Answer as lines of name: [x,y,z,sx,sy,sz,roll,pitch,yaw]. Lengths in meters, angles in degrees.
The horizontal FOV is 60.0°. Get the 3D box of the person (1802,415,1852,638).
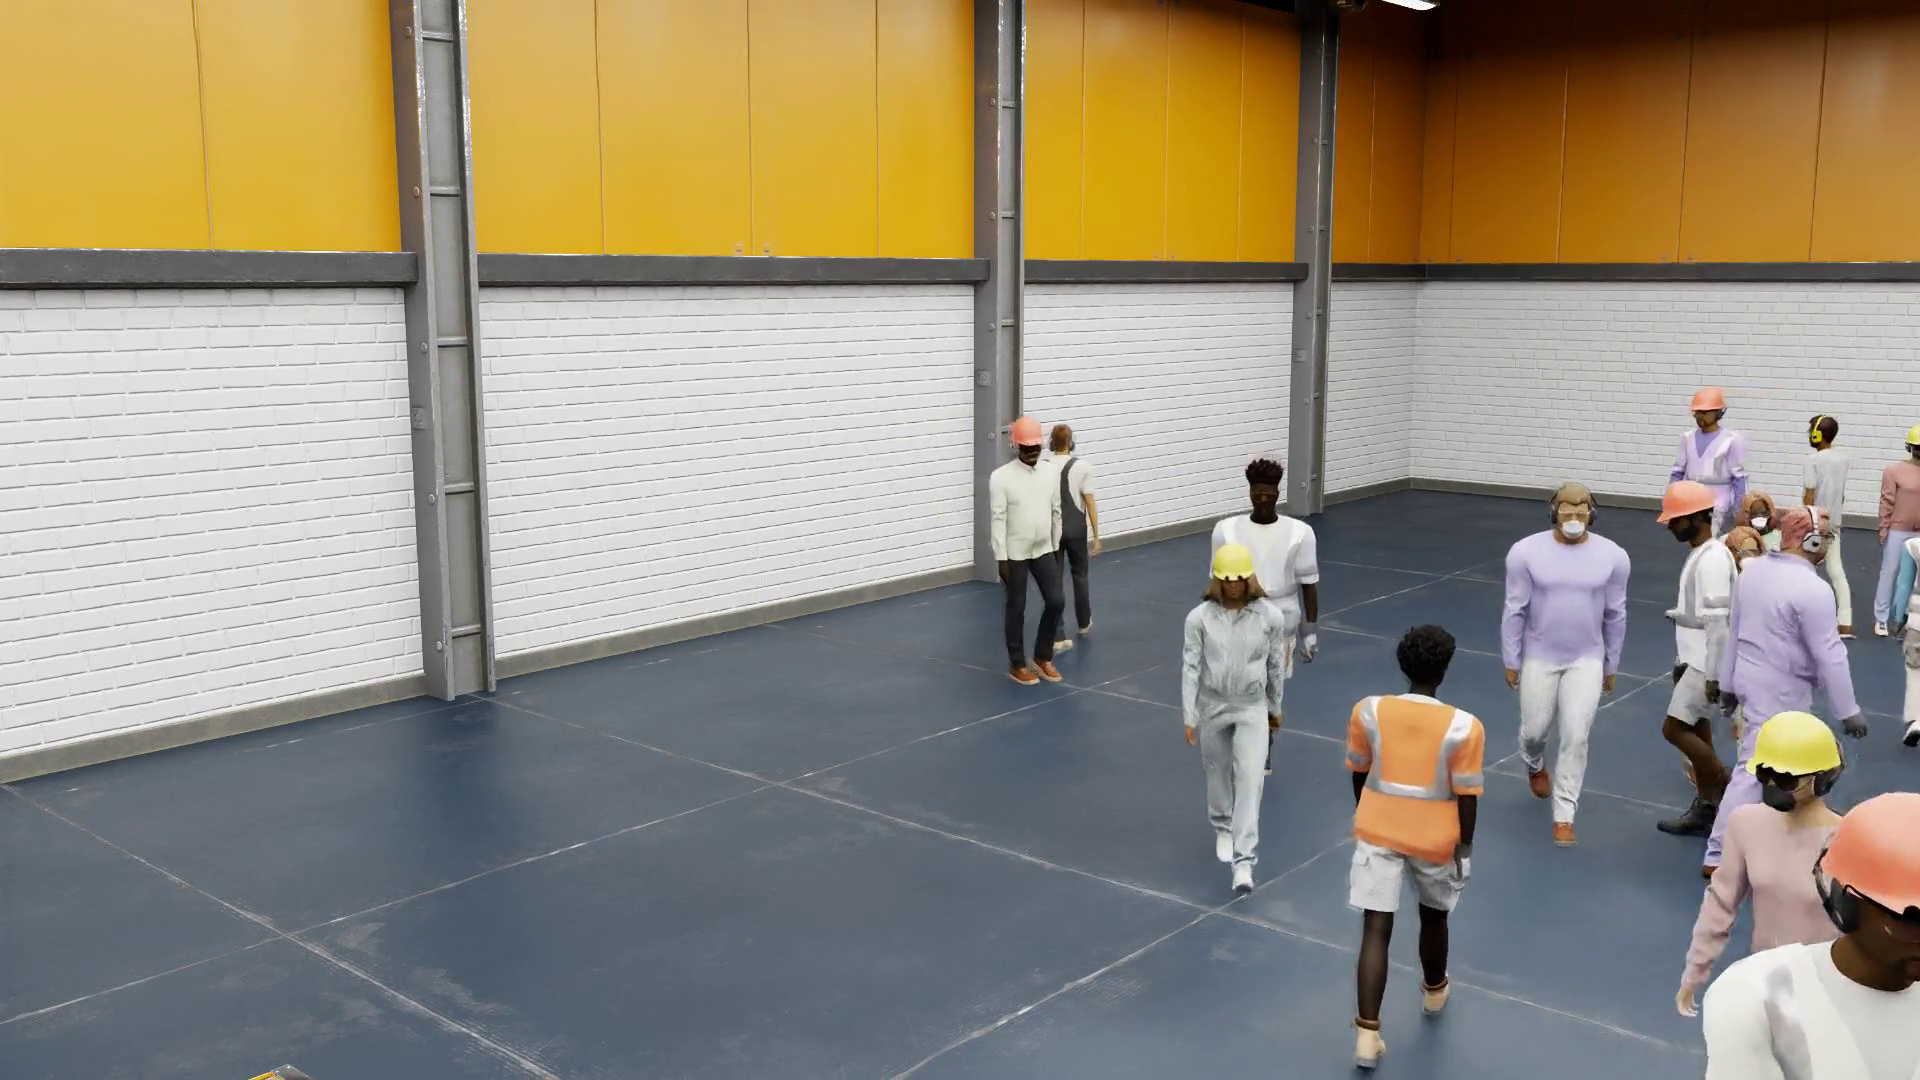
person: [7.128,-0.130,13.875,0.546,1.811,0.992,-3,10,-19]

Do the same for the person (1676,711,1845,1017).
person: [2.418,1.348,4.878,0.864,1.720,0.574,-4,10,-24]

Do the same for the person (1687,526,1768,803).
person: [4.348,0.703,9.374,0.494,1.581,0.909,1,9,6]

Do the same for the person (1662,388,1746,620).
person: [6.327,-0.294,14.313,0.949,2.001,0.628,-5,10,-28]

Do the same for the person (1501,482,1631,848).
person: [3.214,0.621,8.905,0.628,1.912,0.776,3,9,15]

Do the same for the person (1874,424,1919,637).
person: [7.829,-0.072,13.669,0.526,1.768,0.331,1,9,8]

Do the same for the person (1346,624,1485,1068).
person: [1.731,1.145,6.405,0.534,1.646,0.881,4,10,23]

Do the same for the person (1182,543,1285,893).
person: [1.334,0.844,8.145,0.493,1.683,0.934,1,9,9]

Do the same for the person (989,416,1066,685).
person: [0.498,0.090,11.995,0.638,1.973,0.521,-5,10,-29]

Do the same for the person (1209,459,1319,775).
person: [1.749,0.499,9.594,0.630,1.914,0.969,1,9,8]

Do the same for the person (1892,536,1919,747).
person: [6.074,0.537,10.283,0.536,1.624,0.375,6,11,35]

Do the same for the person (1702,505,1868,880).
person: [4.109,0.765,8.118,0.943,1.866,0.665,0,9,1]

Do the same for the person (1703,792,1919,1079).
person: [1.736,1.478,3.207,0.636,2.005,0.936,0,9,0]

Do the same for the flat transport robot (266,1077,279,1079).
flat transport robot: [-2.123,2.021,5.205,1.431,0.197,0.652,8,12,40]

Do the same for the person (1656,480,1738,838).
person: [3.895,0.639,8.782,0.508,1.898,0.589,3,10,20]

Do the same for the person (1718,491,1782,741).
person: [5.105,0.470,10.748,0.505,1.611,0.548,1,9,7]

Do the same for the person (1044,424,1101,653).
person: [0.883,-0.030,13.372,0.589,1.779,0.940,2,9,14]
